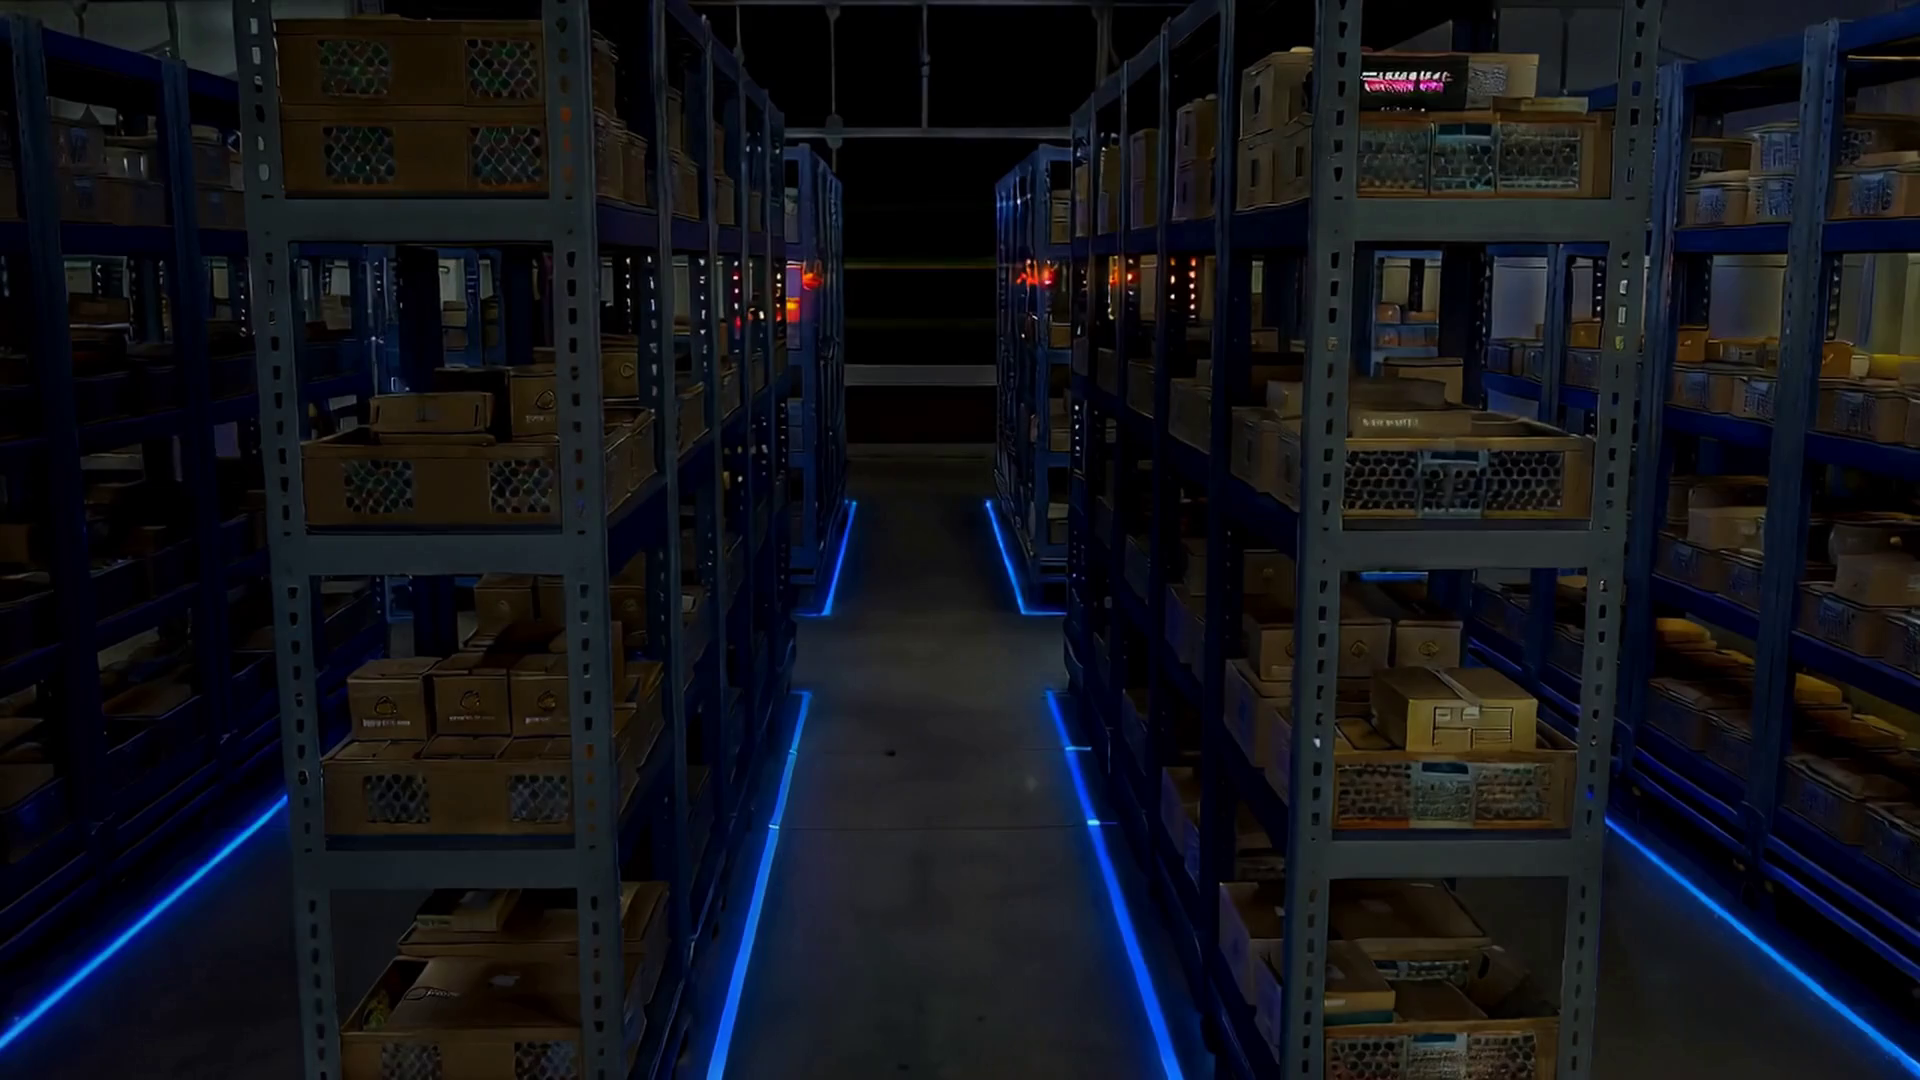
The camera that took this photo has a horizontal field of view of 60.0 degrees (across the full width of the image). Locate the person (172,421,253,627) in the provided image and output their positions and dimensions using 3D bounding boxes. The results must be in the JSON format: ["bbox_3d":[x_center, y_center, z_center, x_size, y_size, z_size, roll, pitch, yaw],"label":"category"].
[{"bbox_3d":[-5.741,-0.346,12.684,0.659,1.918,1.047,3,10,20],"label":"person"}]
